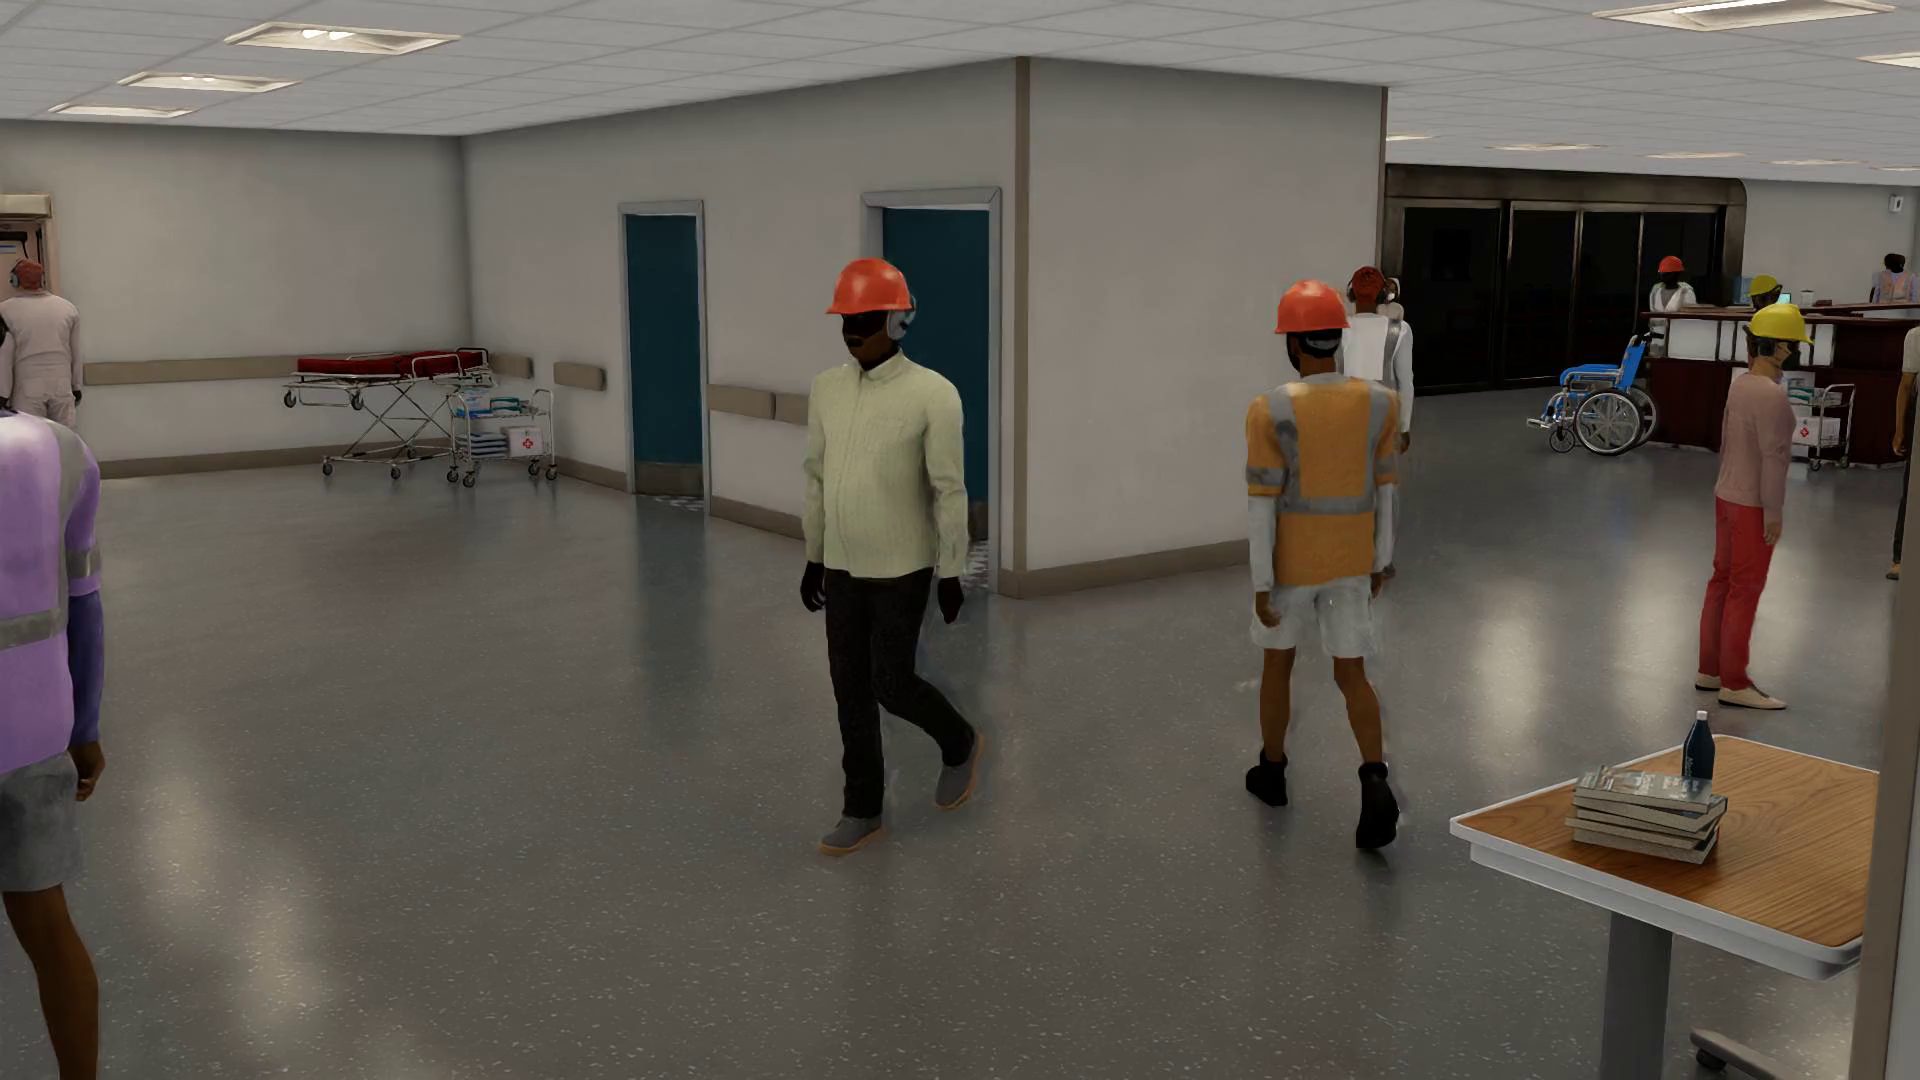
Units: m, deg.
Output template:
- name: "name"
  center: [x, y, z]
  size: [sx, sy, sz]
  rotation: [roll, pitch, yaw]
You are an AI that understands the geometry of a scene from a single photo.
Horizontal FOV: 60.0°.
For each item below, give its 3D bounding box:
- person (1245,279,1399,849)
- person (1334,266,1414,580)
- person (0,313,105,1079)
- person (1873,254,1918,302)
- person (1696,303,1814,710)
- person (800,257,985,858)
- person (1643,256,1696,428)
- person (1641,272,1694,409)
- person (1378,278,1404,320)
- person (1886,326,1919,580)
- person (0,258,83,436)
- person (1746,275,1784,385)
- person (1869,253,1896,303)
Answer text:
- name: "person"
  center: [1.243, 0.074, 5.668]
  size: [0.553, 1.908, 0.893]
  rotation: [-1, 10, -7]
- name: "person"
  center: [2.424, -0.692, 10.002]
  size: [0.573, 1.883, 0.354]
  rotation: [3, 11, 17]
- name: "person"
  center: [-2.048, 0.411, 3.434]
  size: [0.407, 2.029, 0.612]
  rotation: [3, 11, 18]
- name: "person"
  center: [15.450, -3.801, 27.540]
  size: [0.633, 1.841, 0.429]
  rotation: [8, 13, 38]
- name: "person"
  center: [3.497, -0.152, 7.309]
  size: [0.328, 1.765, 0.527]
  rotation: [1, 10, 6]
- name: "person"
  center: [-0.237, 0.052, 5.569]
  size: [0.619, 1.977, 0.589]
  rotation: [8, 13, 38]
- name: "person"
  center: [7.842, -2.185, 18.356]
  size: [0.970, 1.896, 0.556]
  rotation: [-8, 13, -37]
- name: "person"
  center: [8.584, -2.477, 20.118]
  size: [0.394, 1.841, 0.564]
  rotation: [-5, 11, -26]
- name: "person"
  center: [4.841, -2.170, 19.017]
  size: [0.504, 1.627, 0.285]
  rotation: [-3, 11, -16]
- name: "person"
  center: [5.848, -0.653, 9.891]
  size: [0.513, 1.842, 0.325]
  rotation: [6, 12, 29]
- name: "person"
  center: [-6.928, -1.150, 12.498]
  size: [0.406, 1.911, 0.639]
  rotation: [7, 12, 35]
- name: "person"
  center: [6.720, -1.335, 13.962]
  size: [0.328, 1.760, 0.524]
  rotation: [7, 12, 34]
- name: "person"
  center: [15.633, -3.911, 28.128]
  size: [0.333, 1.856, 0.520]
  rotation: [-9, 14, -42]
